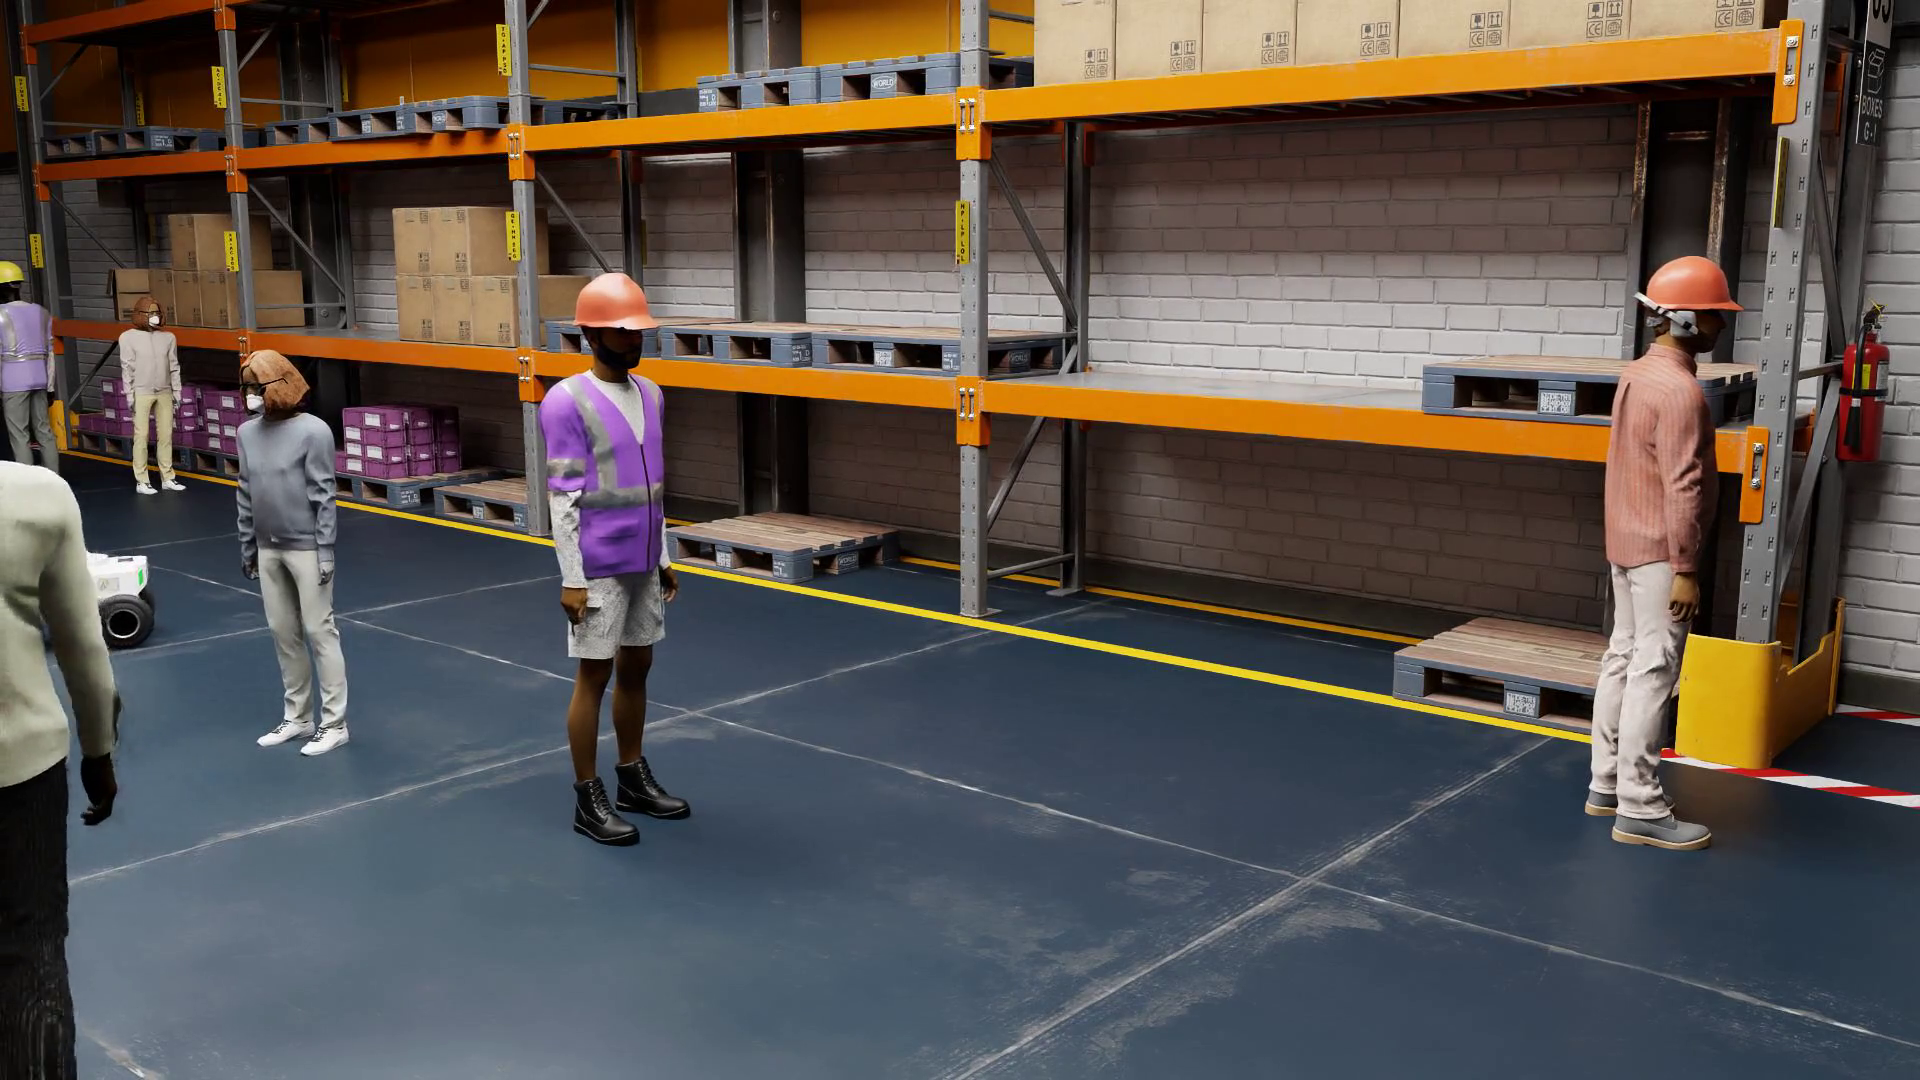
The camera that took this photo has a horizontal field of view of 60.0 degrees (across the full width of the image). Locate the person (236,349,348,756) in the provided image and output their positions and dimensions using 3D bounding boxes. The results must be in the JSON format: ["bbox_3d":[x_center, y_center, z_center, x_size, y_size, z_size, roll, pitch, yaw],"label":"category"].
[{"bbox_3d":[-2.708,0.048,6.696,0.503,1.623,0.299,4,11,24],"label":"person"}]

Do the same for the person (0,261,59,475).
[{"bbox_3d":[-7.431,-1.231,13.153,0.401,1.919,0.588,3,11,19],"label":"person"}]

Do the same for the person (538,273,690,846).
[{"bbox_3d":[-1.165,0.063,5.716,0.357,1.937,0.551,5,11,28],"label":"person"}]

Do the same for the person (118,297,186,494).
[{"bbox_3d":[-6.675,-1.191,13.755,0.281,1.625,0.493,7,12,35],"label":"person"}]

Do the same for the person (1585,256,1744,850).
[{"bbox_3d":[2.399,0.040,5.682,0.389,1.992,0.625,1,10,5],"label":"person"}]

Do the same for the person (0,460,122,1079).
[{"bbox_3d":[-2.041,0.480,3.378,0.628,1.937,1.038,-5,11,-28],"label":"person"}]

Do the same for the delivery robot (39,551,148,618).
[{"bbox_3d":[-4.529,0.225,8.463,0.707,0.478,0.477,-5,11,-25],"label":"delivery robot"}]
